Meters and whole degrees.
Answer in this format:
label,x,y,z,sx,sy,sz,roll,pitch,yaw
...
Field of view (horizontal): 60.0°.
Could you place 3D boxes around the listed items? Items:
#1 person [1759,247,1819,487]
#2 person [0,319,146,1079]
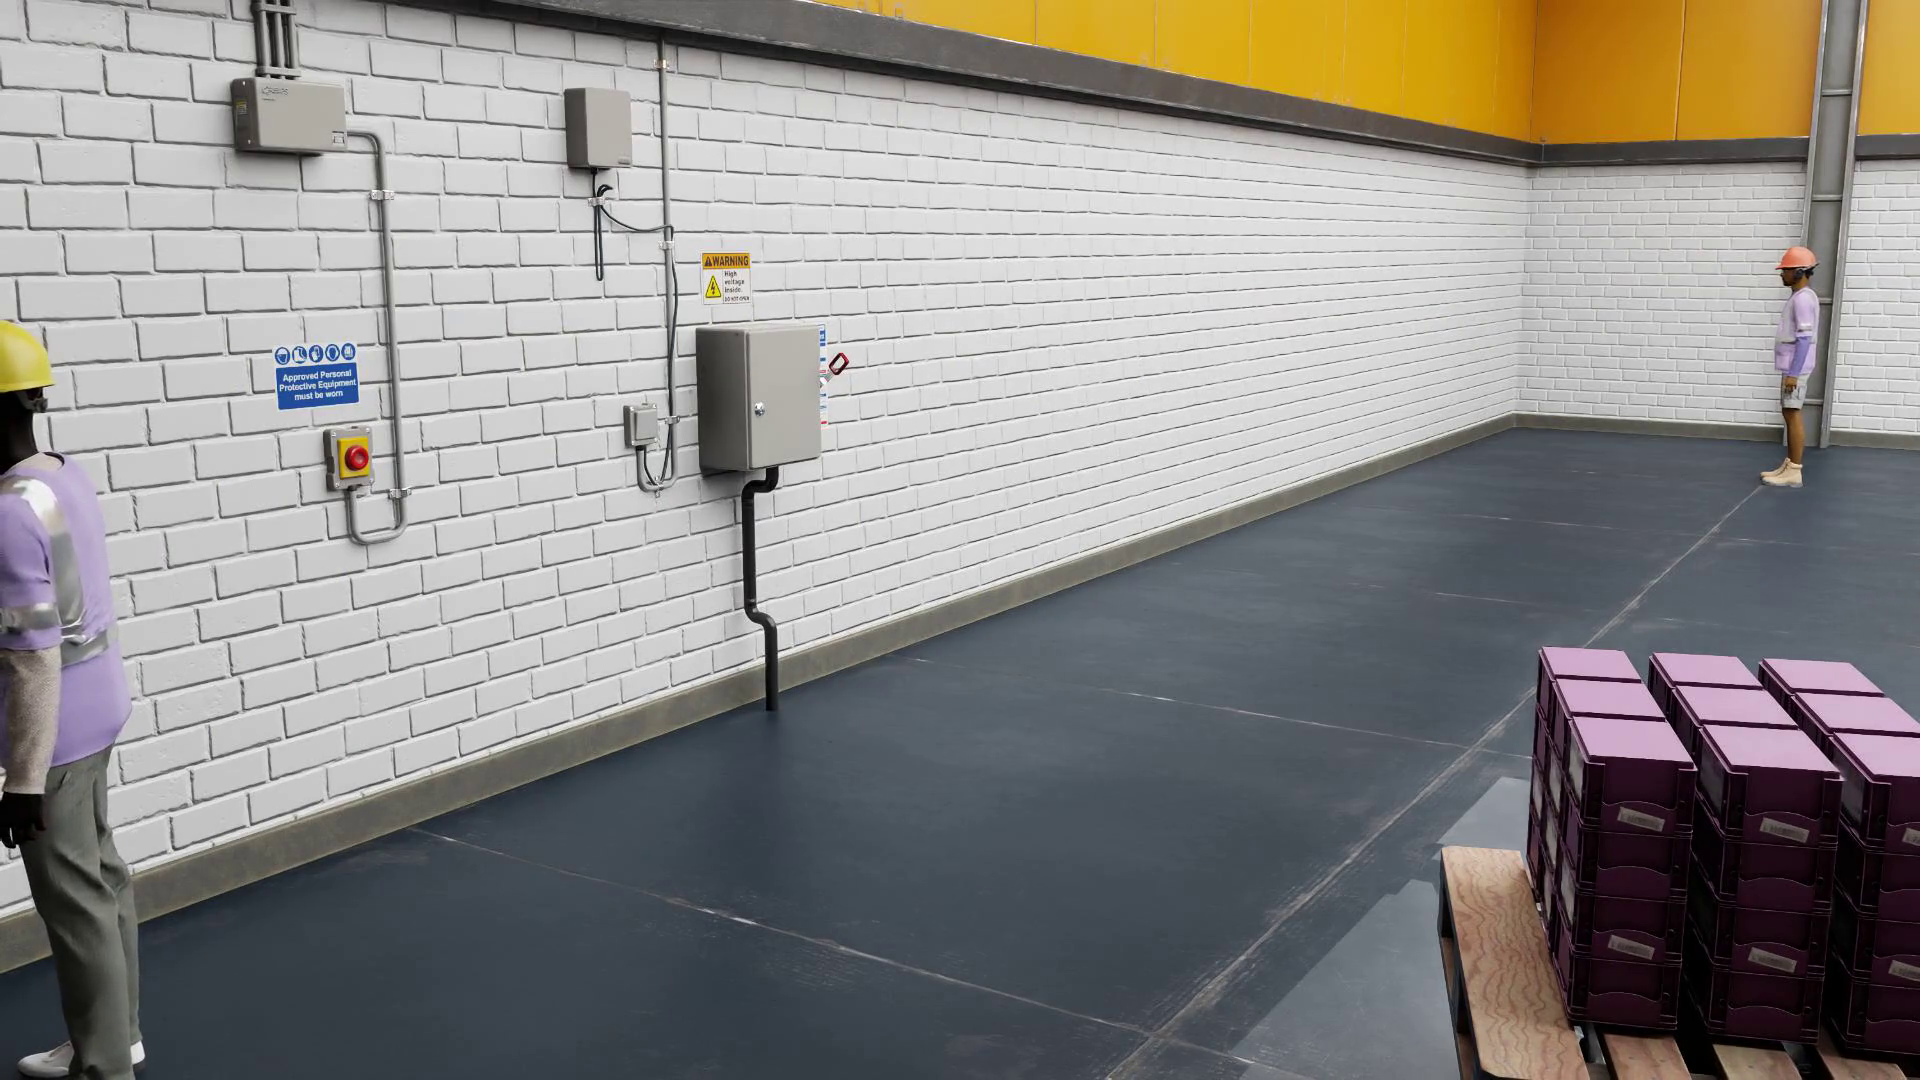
label,x,y,z,sx,sy,sz,roll,pitch,yaw
person,7.112,-1.479,14.253,0.381,2.041,0.616,5,11,24
person,-2.166,0.446,3.910,0.382,1.928,0.587,-3,11,-17
